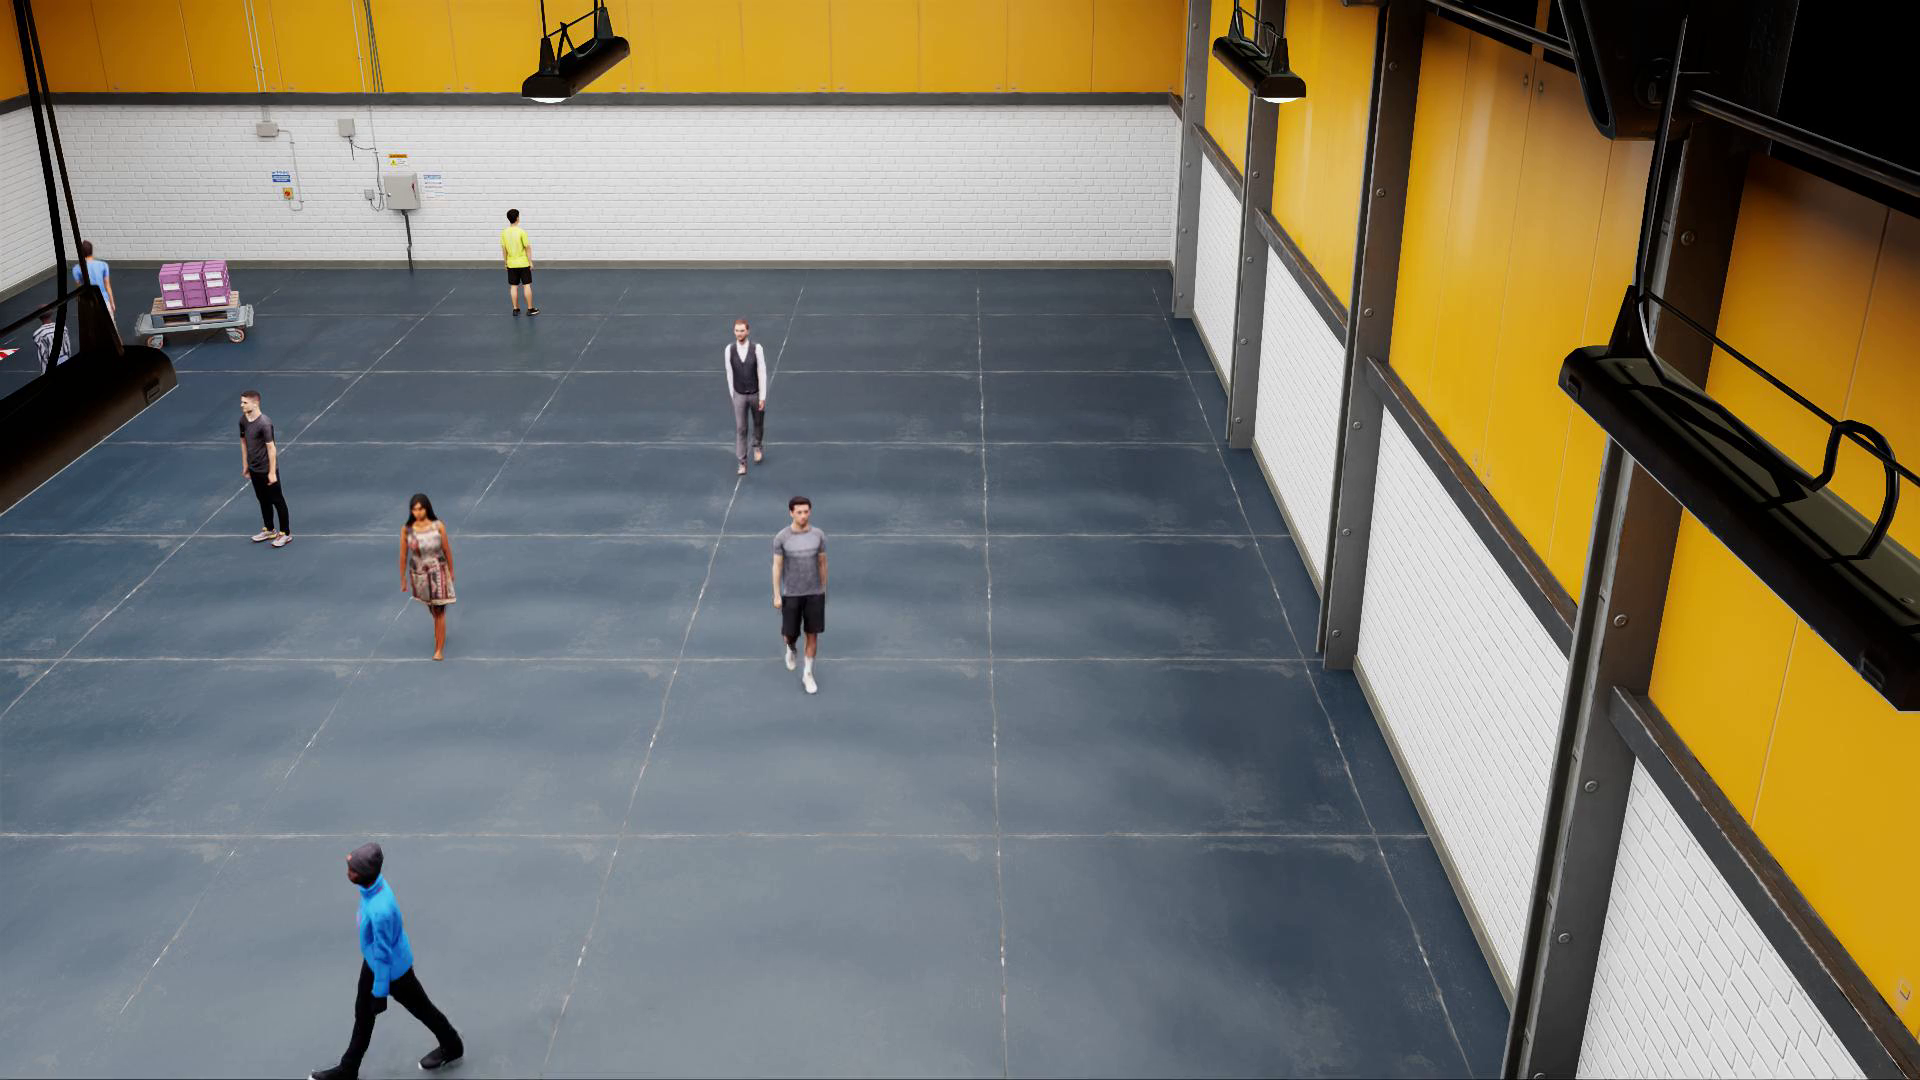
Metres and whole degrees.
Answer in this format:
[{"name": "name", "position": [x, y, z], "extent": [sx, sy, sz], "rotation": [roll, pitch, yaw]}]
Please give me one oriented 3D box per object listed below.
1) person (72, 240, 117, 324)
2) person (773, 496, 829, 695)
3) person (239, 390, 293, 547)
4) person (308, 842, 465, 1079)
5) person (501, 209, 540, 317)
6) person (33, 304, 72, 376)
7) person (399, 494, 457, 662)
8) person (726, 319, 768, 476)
[{"name": "person", "position": [-12.431, -3.367, 24.021], "extent": [1.115, 1.832, 1.056], "rotation": [21, 31, 39]}, {"name": "person", "position": [-1.469, 0.448, 15.258], "extent": [0.806, 1.861, 0.932], "rotation": [-7, 24, -15]}, {"name": "person", "position": [-7.639, -0.799, 18.231], "extent": [0.721, 1.764, 0.714], "rotation": [13, 27, 27]}, {"name": "person", "position": [-3.457, 2.655, 10.366], "extent": [1.091, 1.735, 1.192], "rotation": [-13, 27, -28]}, {"name": "person", "position": [-7.083, -4.454, 26.662], "extent": [0.643, 1.708, 0.561], "rotation": [3, 24, 6]}, {"name": "person", "position": [-11.522, -2.150, 21.282], "extent": [0.759, 1.795, 0.630], "rotation": [12, 26, 25]}, {"name": "person", "position": [-5.063, 0.306, 15.908], "extent": [0.757, 1.600, 1.145], "rotation": [-3, 24, -8]}, {"name": "person", "position": [-2.558, -1.787, 20.353], "extent": [0.639, 1.875, 1.237], "rotation": [0, 24, 0]}]
